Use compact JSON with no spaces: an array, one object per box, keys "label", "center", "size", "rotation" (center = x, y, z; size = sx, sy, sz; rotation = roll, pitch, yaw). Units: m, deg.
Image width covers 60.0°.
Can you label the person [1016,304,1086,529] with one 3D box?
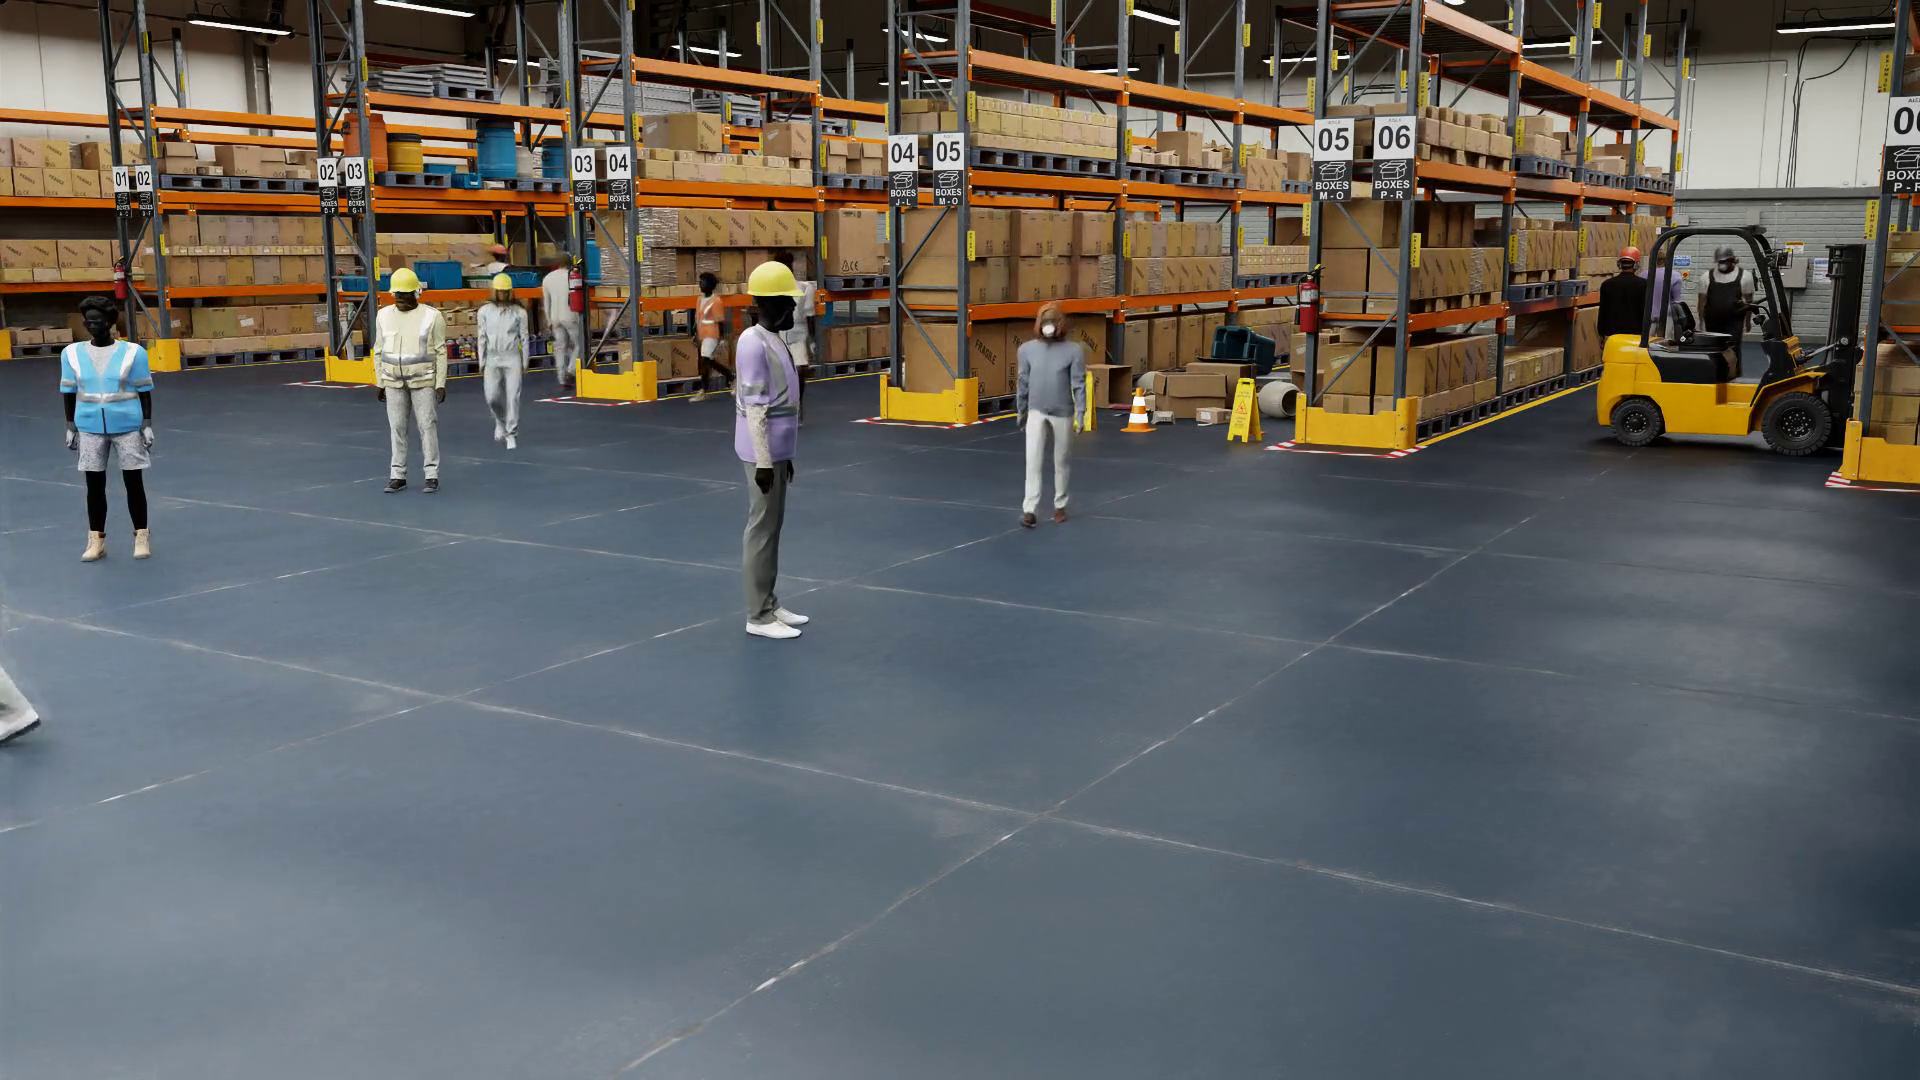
[{"label":"person","center":[0.631,-0.869,11.815],"size":[0.522,1.589,0.852],"rotation":[2,10,12]}]

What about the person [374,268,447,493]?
[{"label":"person","center":[-4.470,-1.289,13.520],"size":[0.588,1.823,0.403],"rotation":[0,10,0]}]

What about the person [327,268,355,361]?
[{"label":"person","center":[-9.778,-3.471,26.253],"size":[0.514,1.641,0.308],"rotation":[5,11,24]}]

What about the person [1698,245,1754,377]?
[{"label":"person","center":[10.484,-3.064,22.853],"size":[0.702,2.000,0.846],"rotation":[6,12,31]}]

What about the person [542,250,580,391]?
[{"label":"person","center":[-5.403,-3.007,22.845],"size":[0.647,1.923,0.445],"rotation":[3,10,15]}]

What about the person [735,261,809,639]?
[{"label":"person","center":[-0.970,-0.464,8.605],"size":[0.370,1.929,0.585],"rotation":[1,10,4]}]

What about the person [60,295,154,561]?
[{"label":"person","center":[-5.422,-0.707,10.605],"size":[0.540,1.697,0.317],"rotation":[-3,10,-15]}]

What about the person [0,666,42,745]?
[{"label":"person","center":[-4.208,-0.064,6.528],"size":[0.998,1.881,0.591],"rotation":[-4,11,-22]}]

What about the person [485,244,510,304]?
[{"label":"person","center":[-8.637,-4.506,31.011],"size":[0.624,2.022,0.888],"rotation":[6,12,31]}]

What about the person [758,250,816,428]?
[{"label":"person","center":[-1.895,-2.179,18.173],"size":[0.619,1.941,0.686],"rotation":[0,10,0]}]

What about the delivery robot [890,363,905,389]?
[{"label":"delivery robot","center":[-0.607,-2.177,21.784],"size":[0.477,0.478,0.707],"rotation":[6,12,32]}]

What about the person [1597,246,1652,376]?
[{"label":"person","center":[7.718,-2.402,19.317],"size":[0.605,1.986,0.402],"rotation":[9,14,42]}]

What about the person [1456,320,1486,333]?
[{"label":"person","center":[8.394,-3.753,27.243],"size":[0.470,1.850,0.631],"rotation":[-7,12,-34]}]

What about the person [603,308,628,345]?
[{"label":"person","center":[-6.965,-4.842,33.454],"size":[0.518,1.823,0.993],"rotation":[5,11,24]}]

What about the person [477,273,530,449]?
[{"label":"person","center":[-4.502,-1.769,16.449],"size":[0.510,1.727,0.424],"rotation":[-2,10,-10]}]

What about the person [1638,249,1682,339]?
[{"label":"person","center":[9.997,-3.190,23.854],"size":[0.629,1.936,0.373],"rotation":[5,11,27]}]

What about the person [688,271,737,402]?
[{"label":"person","center":[-3.146,-2.615,21.372],"size":[0.785,1.675,0.520],"rotation":[-6,12,-32]}]
